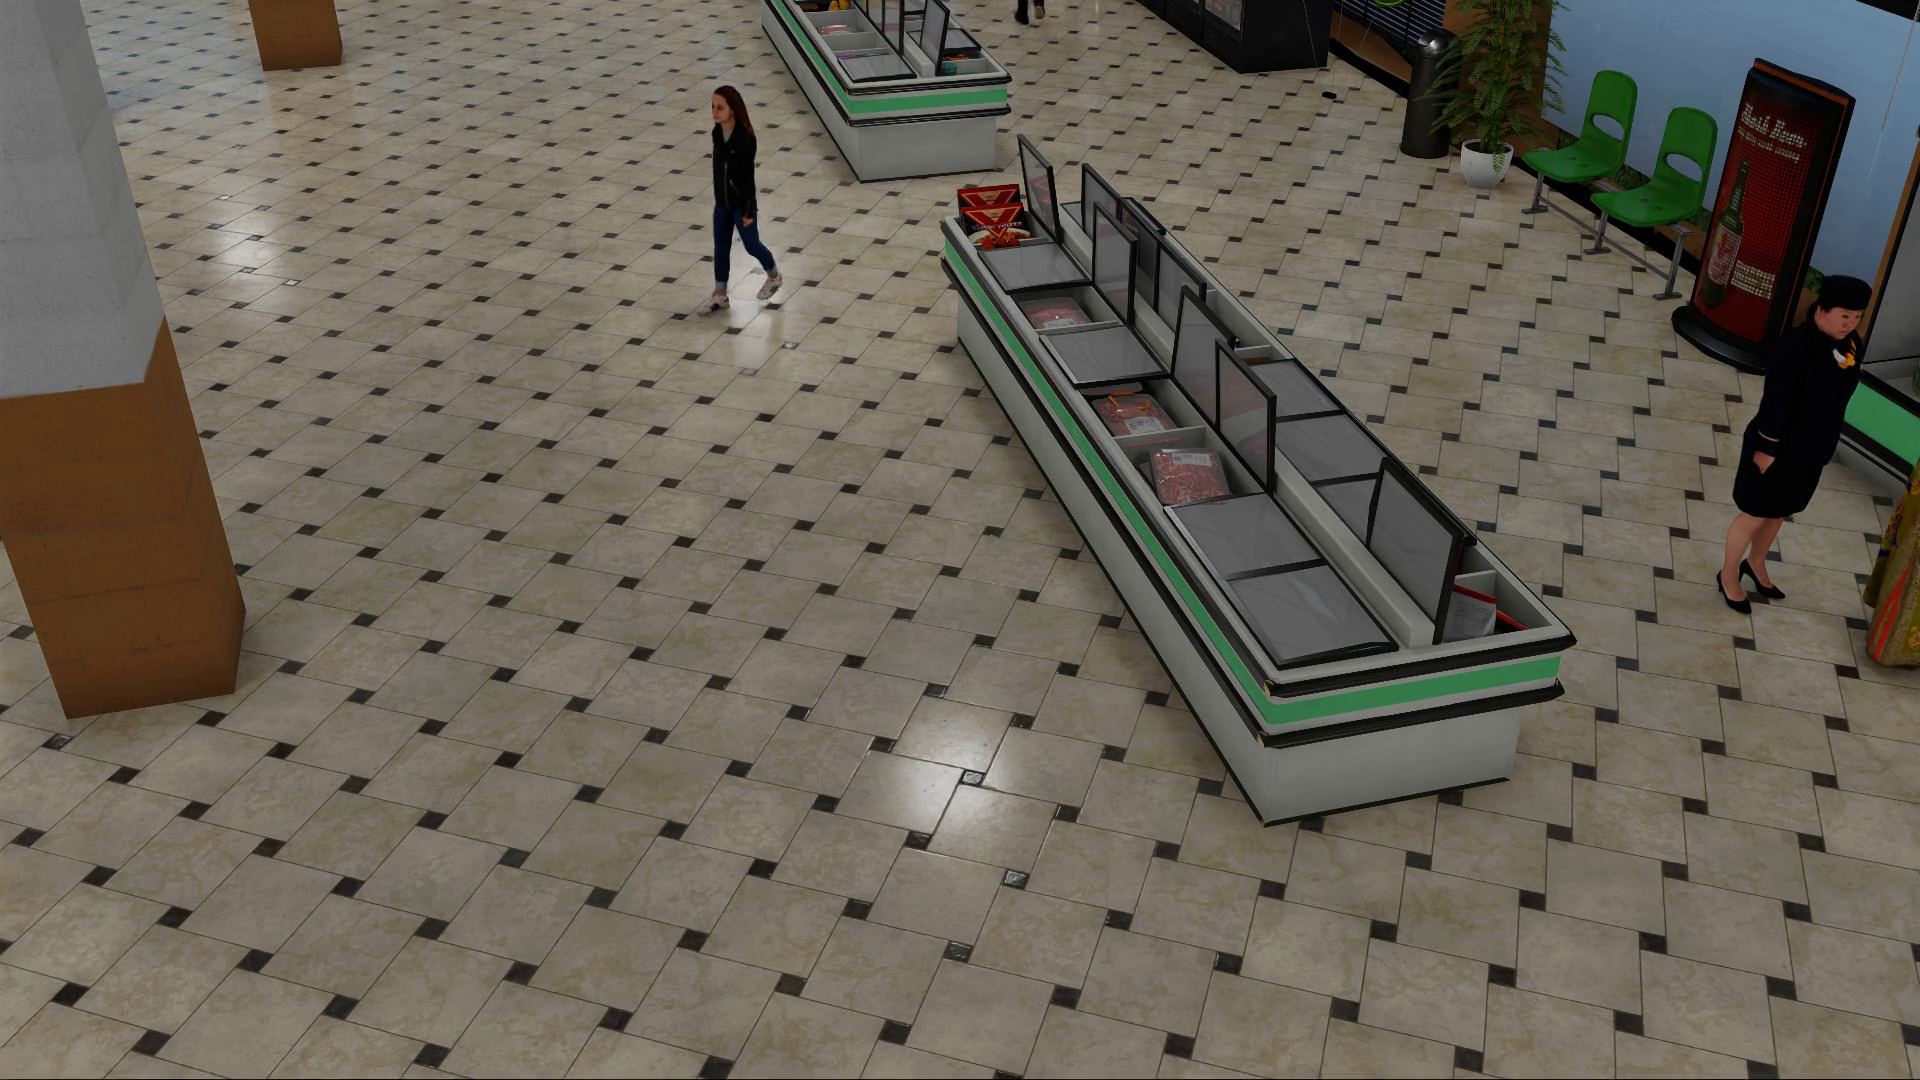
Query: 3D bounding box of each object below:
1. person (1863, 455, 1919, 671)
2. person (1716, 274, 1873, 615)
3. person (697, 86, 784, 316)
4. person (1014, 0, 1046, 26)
[{"bbox_3d":[4.381,-0.196,7.327,0.980,1.645,0.996,28,41,37],"label":"person"},{"bbox_3d":[3.842,-0.447,7.709,0.750,1.669,0.707,-16,35,-23],"label":"person"},{"bbox_3d":[-1.382,-2.198,10.719,0.911,1.461,0.911,25,40,34],"label":"person"},{"bbox_3d":[0.695,-6.011,16.548,0.637,1.779,0.752,-8,33,-12],"label":"person"}]
